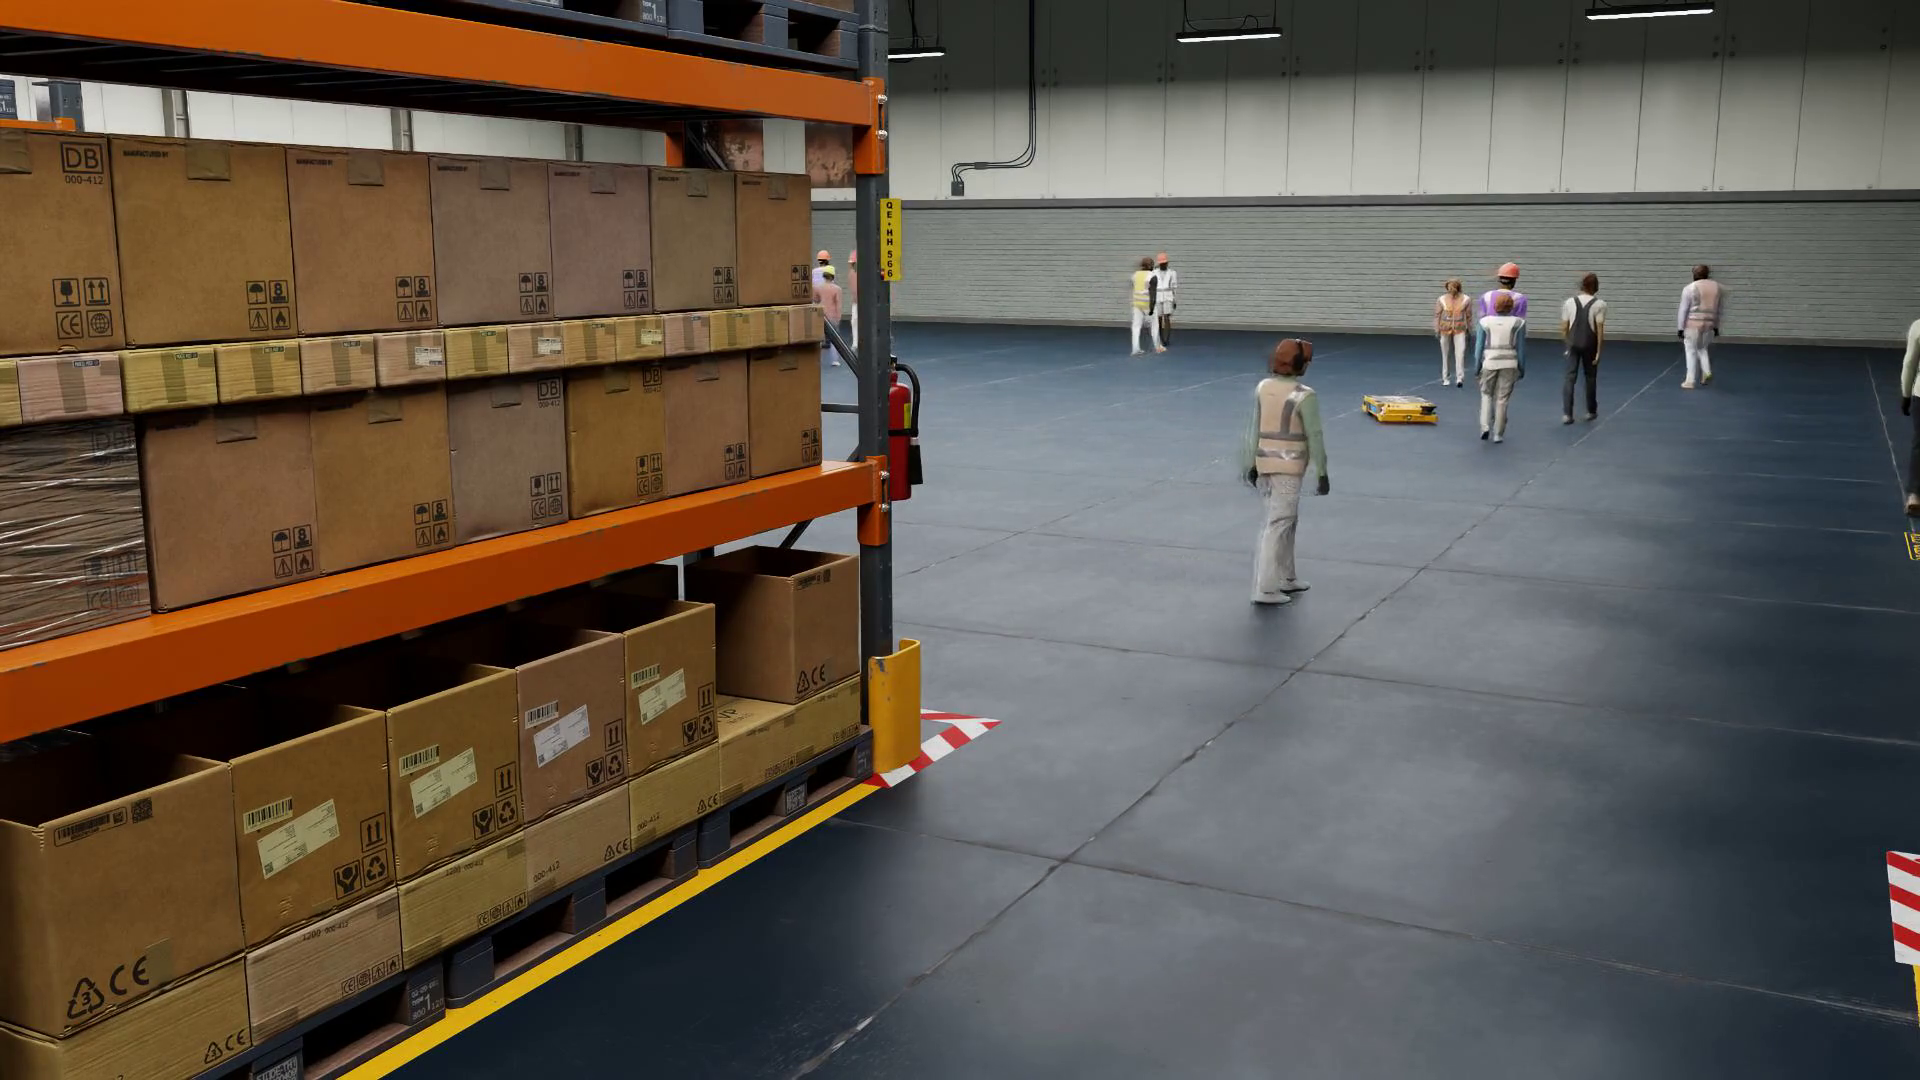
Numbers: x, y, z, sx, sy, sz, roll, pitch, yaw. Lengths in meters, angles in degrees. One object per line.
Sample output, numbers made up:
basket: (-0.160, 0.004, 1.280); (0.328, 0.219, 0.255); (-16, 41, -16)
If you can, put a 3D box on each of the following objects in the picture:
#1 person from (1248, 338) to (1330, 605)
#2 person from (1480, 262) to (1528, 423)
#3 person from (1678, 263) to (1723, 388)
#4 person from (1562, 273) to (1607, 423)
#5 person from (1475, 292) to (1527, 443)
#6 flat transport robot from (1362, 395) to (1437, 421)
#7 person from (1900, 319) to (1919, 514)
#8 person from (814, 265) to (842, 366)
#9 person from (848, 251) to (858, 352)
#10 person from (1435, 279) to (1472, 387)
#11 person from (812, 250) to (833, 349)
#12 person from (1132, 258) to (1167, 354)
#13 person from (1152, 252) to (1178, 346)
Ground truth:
person: (2.058, -0.414, 10.139); (0.665, 1.613, 0.552); (-5, 12, -27)
person: (6.473, -2.337, 19.814); (0.565, 1.918, 0.410); (7, 13, 35)
person: (10.842, -3.138, 24.433); (0.652, 1.830, 0.438); (-2, 11, -10)
person: (7.491, -2.300, 19.977); (0.510, 1.797, 0.955); (7, 12, 33)
person: (5.860, -1.864, 18.034); (0.533, 1.620, 0.413); (4, 11, 23)
flat transport robot: (5.393, -1.630, 20.460); (0.652, 0.197, 1.431); (1, 10, 4)
person: (7.949, -1.180, 13.459); (0.629, 1.948, 1.044); (7, 13, 35)
person: (-2.279, -3.813, 28.366); (0.529, 1.745, 0.736); (3, 11, 16)
person: (-1.798, -4.606, 32.172); (0.852, 1.946, 0.622); (-10, 14, -42)
person: (7.290, -3.047, 24.585); (0.521, 1.590, 0.869); (3, 11, 18)
person: (-2.696, -4.755, 32.950); (0.543, 1.939, 0.360); (8, 13, 36)
person: (3.581, -4.426, 31.496); (0.865, 1.804, 0.637); (-9, 14, -42)
person: (4.149, -4.906, 33.872); (0.564, 1.905, 0.693); (2, 11, 12)
